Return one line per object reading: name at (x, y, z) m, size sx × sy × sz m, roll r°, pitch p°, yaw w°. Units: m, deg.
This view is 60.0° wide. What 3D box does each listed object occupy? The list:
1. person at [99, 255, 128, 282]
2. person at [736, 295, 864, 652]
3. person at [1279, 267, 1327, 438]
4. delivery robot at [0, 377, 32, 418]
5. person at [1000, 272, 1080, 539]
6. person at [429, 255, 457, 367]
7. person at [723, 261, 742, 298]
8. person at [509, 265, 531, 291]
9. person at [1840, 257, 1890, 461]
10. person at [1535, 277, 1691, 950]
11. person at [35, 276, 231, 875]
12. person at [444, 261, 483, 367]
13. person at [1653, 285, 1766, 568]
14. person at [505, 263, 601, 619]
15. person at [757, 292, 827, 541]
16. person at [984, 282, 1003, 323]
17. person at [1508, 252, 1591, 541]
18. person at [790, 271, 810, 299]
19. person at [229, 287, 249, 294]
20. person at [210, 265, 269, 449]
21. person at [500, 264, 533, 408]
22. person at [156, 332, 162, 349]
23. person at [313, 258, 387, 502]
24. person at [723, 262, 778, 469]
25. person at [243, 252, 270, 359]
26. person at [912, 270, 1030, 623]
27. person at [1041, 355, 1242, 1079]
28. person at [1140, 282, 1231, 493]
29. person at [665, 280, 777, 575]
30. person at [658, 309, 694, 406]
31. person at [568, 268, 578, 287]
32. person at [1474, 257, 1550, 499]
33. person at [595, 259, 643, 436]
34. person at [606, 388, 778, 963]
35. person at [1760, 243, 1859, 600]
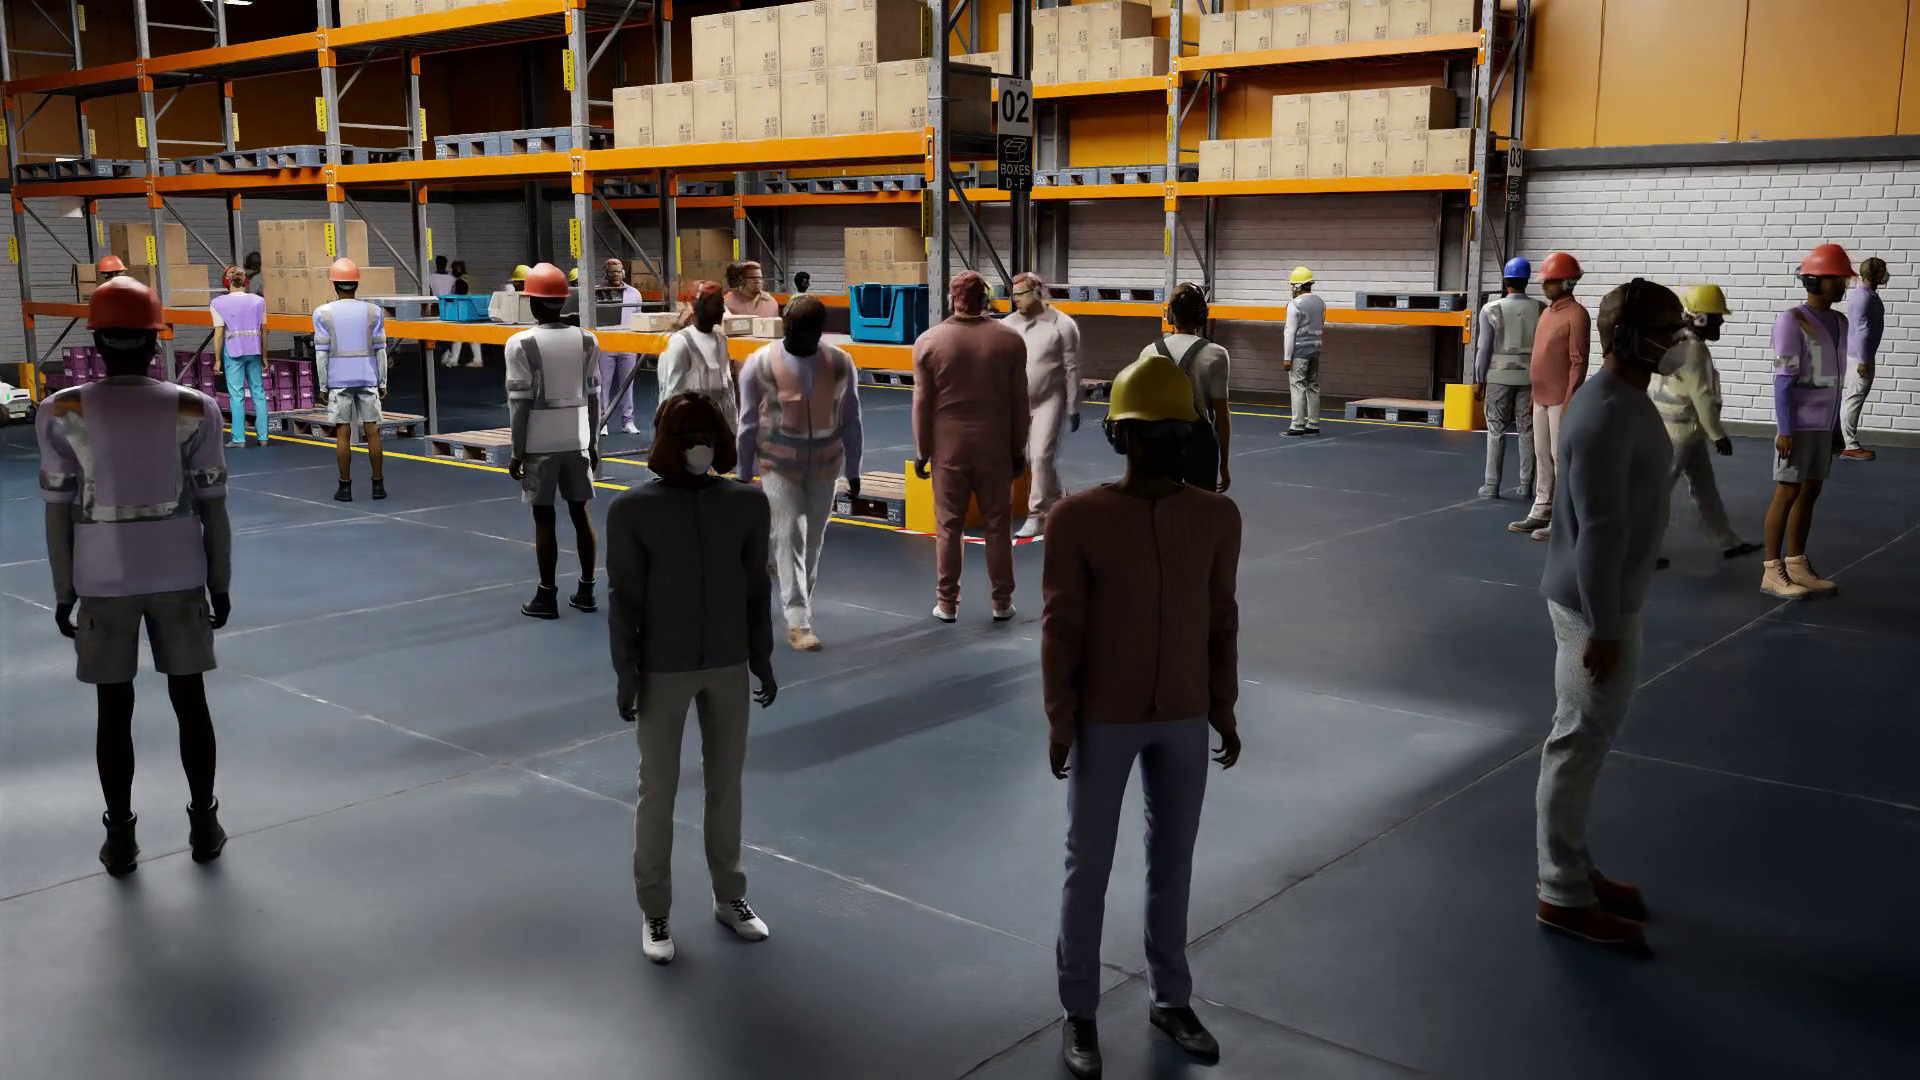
person at (-9.575, -2.256, 18.905) m, size 0.342 × 1.942 × 0.552 m, roll -7°, pitch 12°, yaw -36°
person at (-0.840, -0.379, 8.680) m, size 0.649 × 1.798 × 0.963 m, roll -4°, pitch 11°, yaw -20°
person at (3.666, -2.004, 17.825) m, size 0.591 × 1.823 × 0.405 m, roll -9°, pitch 14°, yaw -42°
delivery robot at (-10.983, -1.624, 18.989) m, size 0.707 × 0.478 × 0.477 m, roll 4°, pitch 11°, yaw 21°
person at (0.573, -0.986, 11.917) m, size 0.647 × 1.865 × 0.910 m, roll 6°, pitch 11°, yaw 29°
person at (-8.803, -3.891, 28.318) m, size 0.600 × 1.902 × 0.460 m, roll -8°, pitch 13°, yaw -37°
person at (-2.241, -1.870, 16.880) m, size 1.027 × 1.883 × 0.640 m, roll 9°, pitch 13°, yaw 41°
person at (-4.818, -2.142, 18.570) m, size 0.403 × 1.830 × 0.598 m, roll -7°, pitch 12°, yaw -35°
person at (8.681, -1.739, 15.974) m, size 0.372 × 1.940 × 0.629 m, roll 6°, pitch 11°, yaw 29°
person at (1.907, 0.204, 4.910) m, size 0.369 × 1.938 × 0.630 m, roll 5°, pitch 11°, yaw 24°
person at (-2.670, 0.117, 5.435) m, size 0.541 × 1.932 × 0.383 m, roll -6°, pitch 11°, yaw -29°
person at (-8.538, -3.834, 28.275) m, size 0.830 × 1.801 × 0.616 m, roll -2°, pitch 10°, yaw -12°
person at (4.640, -0.684, 10.401) m, size 0.900 × 1.782 × 0.588 m, roll 4°, pitch 11°, yaw 23°
person at (-2.227, -0.536, 9.115) m, size 0.545 × 1.942 × 0.353 m, roll -9°, pitch 13°, yaw -41°
person at (-1.225, -0.866, 11.611) m, size 0.705 × 1.731 × 0.551 m, roll 4°, pitch 11°, yaw 20°
person at (0.199, -1.655, 16.190) m, size 0.503 × 1.699 × 0.896 m, roll 1°, pitch 10°, yaw 8°
person at (4.138, -0.996, 11.585) m, size 0.379 × 1.994 × 0.611 m, roll -1°, pitch 10°, yaw -8°
person at (-2.218, -2.884, 23.173) m, size 0.322 × 1.698 × 0.533 m, roll 2°, pitch 10°, yaw 14°
person at (-9.632, -2.697, 22.293) m, size 0.499 × 1.633 × 0.286 m, roll -6°, pitch 11°, yaw -29°
person at (-7.248, -1.836, 16.786) m, size 0.390 × 1.846 × 0.564 m, roll 8°, pitch 13°, yaw 40°
person at (-5.599, -2.561, 20.991) m, size 0.667 × 1.831 × 0.335 m, roll 7°, pitch 12°, yaw 33°
person at (-12.188, -3.301, 25.027) m, size 0.355 × 1.883 × 0.574 m, roll 9°, pitch 13°, yaw 42°
person at (-4.864, -1.273, 13.312) m, size 0.545 × 1.942 × 0.353 m, roll -5°, pitch 11°, yaw -27°
person at (-1.911, -1.592, 15.274) m, size 0.636 × 1.899 × 0.396 m, roll -9°, pitch 13°, yaw -40°
person at (-11.335, -3.642, 26.520) m, size 0.785 × 2.000 × 1.044 m, roll 2°, pitch 10°, yaw 11°
person at (0.059, -0.497, 9.011) m, size 0.636 × 1.903 × 0.405 m, roll 0°, pitch 10°, yaw -3°
person at (0.451, 0.433, 4.091) m, size 0.525 × 1.772 × 0.309 m, roll -3°, pitch 10°, yaw -18°
person at (1.183, -0.422, 8.743) m, size 0.506 × 1.846 × 0.346 m, roll 5°, pitch 11°, yaw 27°
person at (-1.646, -0.701, 10.383) m, size 0.987 × 1.839 × 0.584 m, roll 3°, pitch 10°, yaw 18°
person at (-1.943, -0.848, 11.854) m, size 0.826 × 1.603 × 0.522 m, roll 7°, pitch 12°, yaw 33°
person at (-4.868, -2.601, 21.393) m, size 0.328 × 1.762 × 0.523 m, roll 3°, pitch 11°, yaw 19°
person at (4.467, -1.302, 13.456) m, size 0.616 × 1.945 × 0.399 m, roll 0°, pitch 10°, yaw 1°
person at (-3.719, -2.083, 18.020) m, size 0.642 × 1.909 × 0.399 m, roll -6°, pitch 11°, yaw -29°
person at (-0.762, 0.378, 4.786) m, size 0.499 × 1.633 × 0.286 m, roll -6°, pitch 12°, yaw -30°
person at (4.938, -0.682, 9.647) m, size 0.608 × 2.047 × 0.366 m, roll -7°, pitch 12°, yaw -33°
